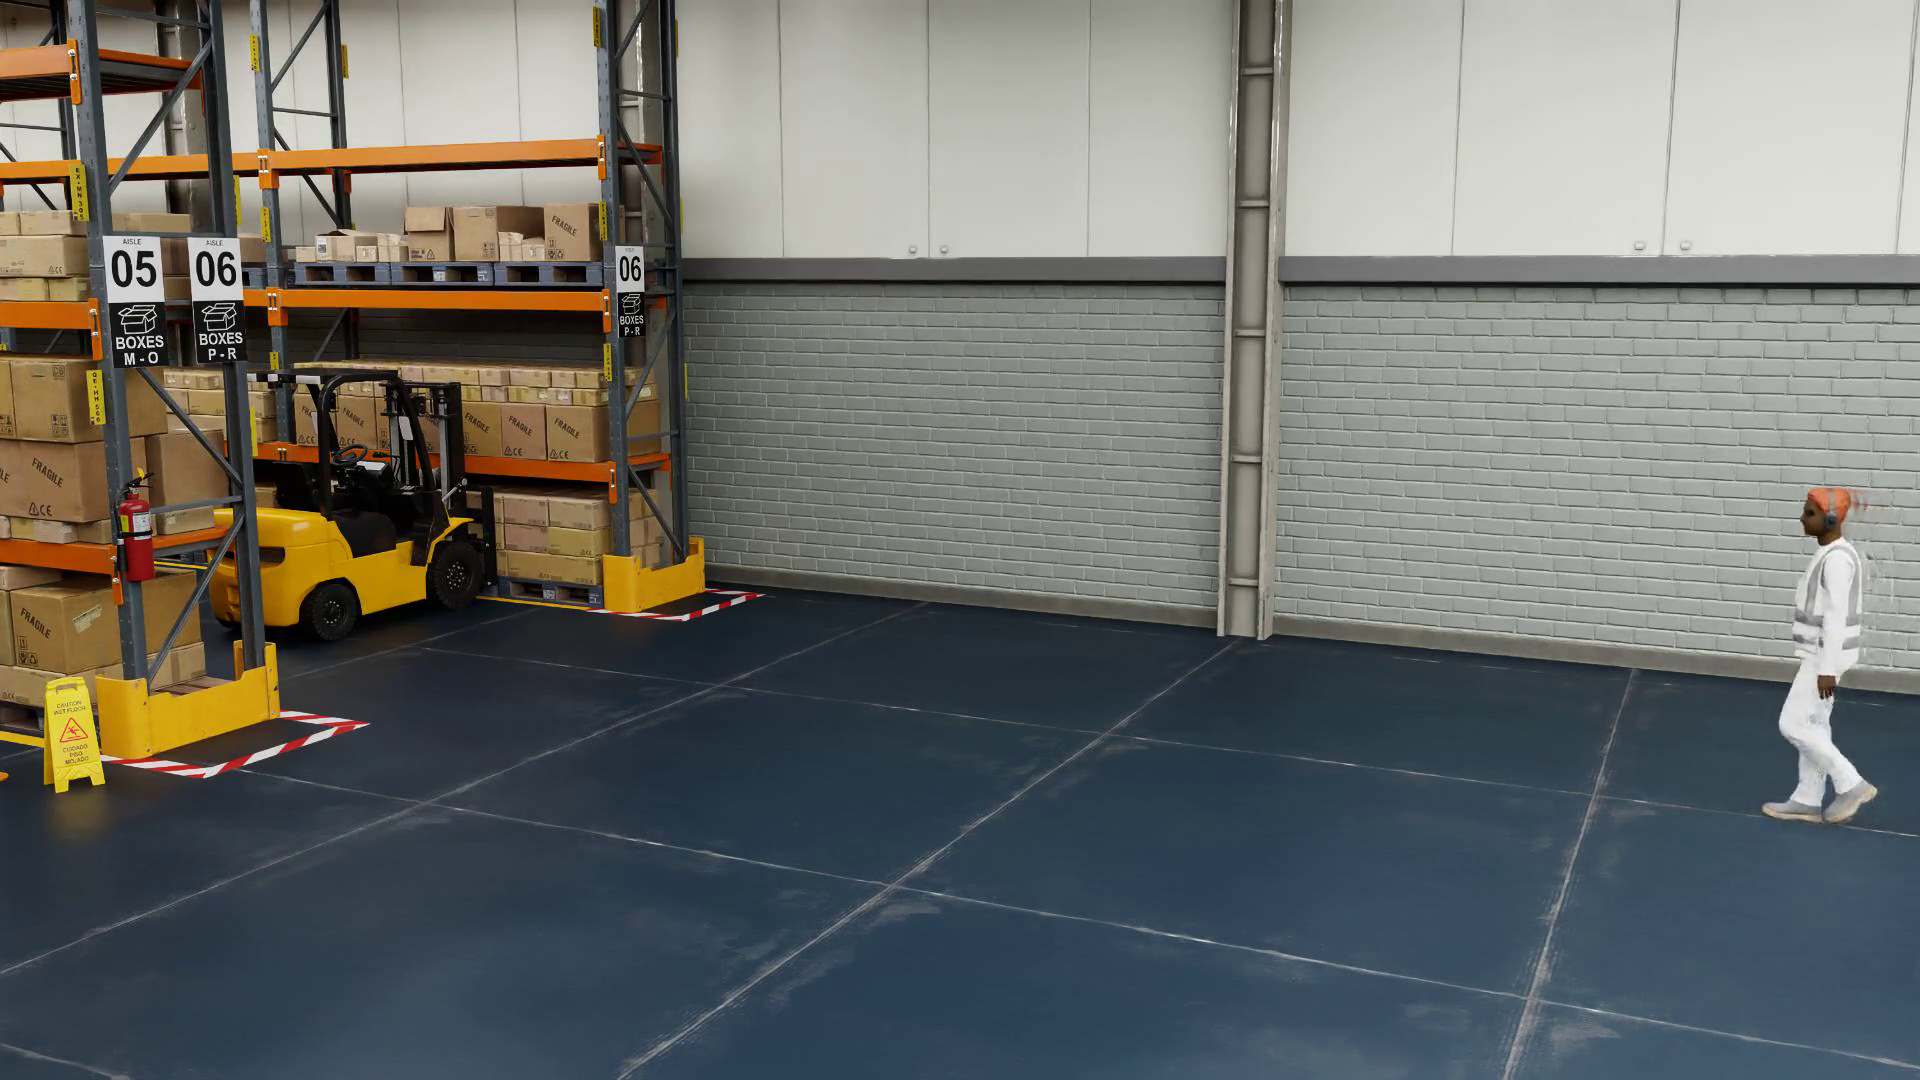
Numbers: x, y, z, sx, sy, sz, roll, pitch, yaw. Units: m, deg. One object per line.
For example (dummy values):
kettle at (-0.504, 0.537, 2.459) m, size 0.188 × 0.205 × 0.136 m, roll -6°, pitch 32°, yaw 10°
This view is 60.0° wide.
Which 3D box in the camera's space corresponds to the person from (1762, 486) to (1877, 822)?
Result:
person at (4.683, 0.640, 9.018) m, size 0.450 × 1.870 × 0.608 m, roll 4°, pitch 10°, yaw 24°
